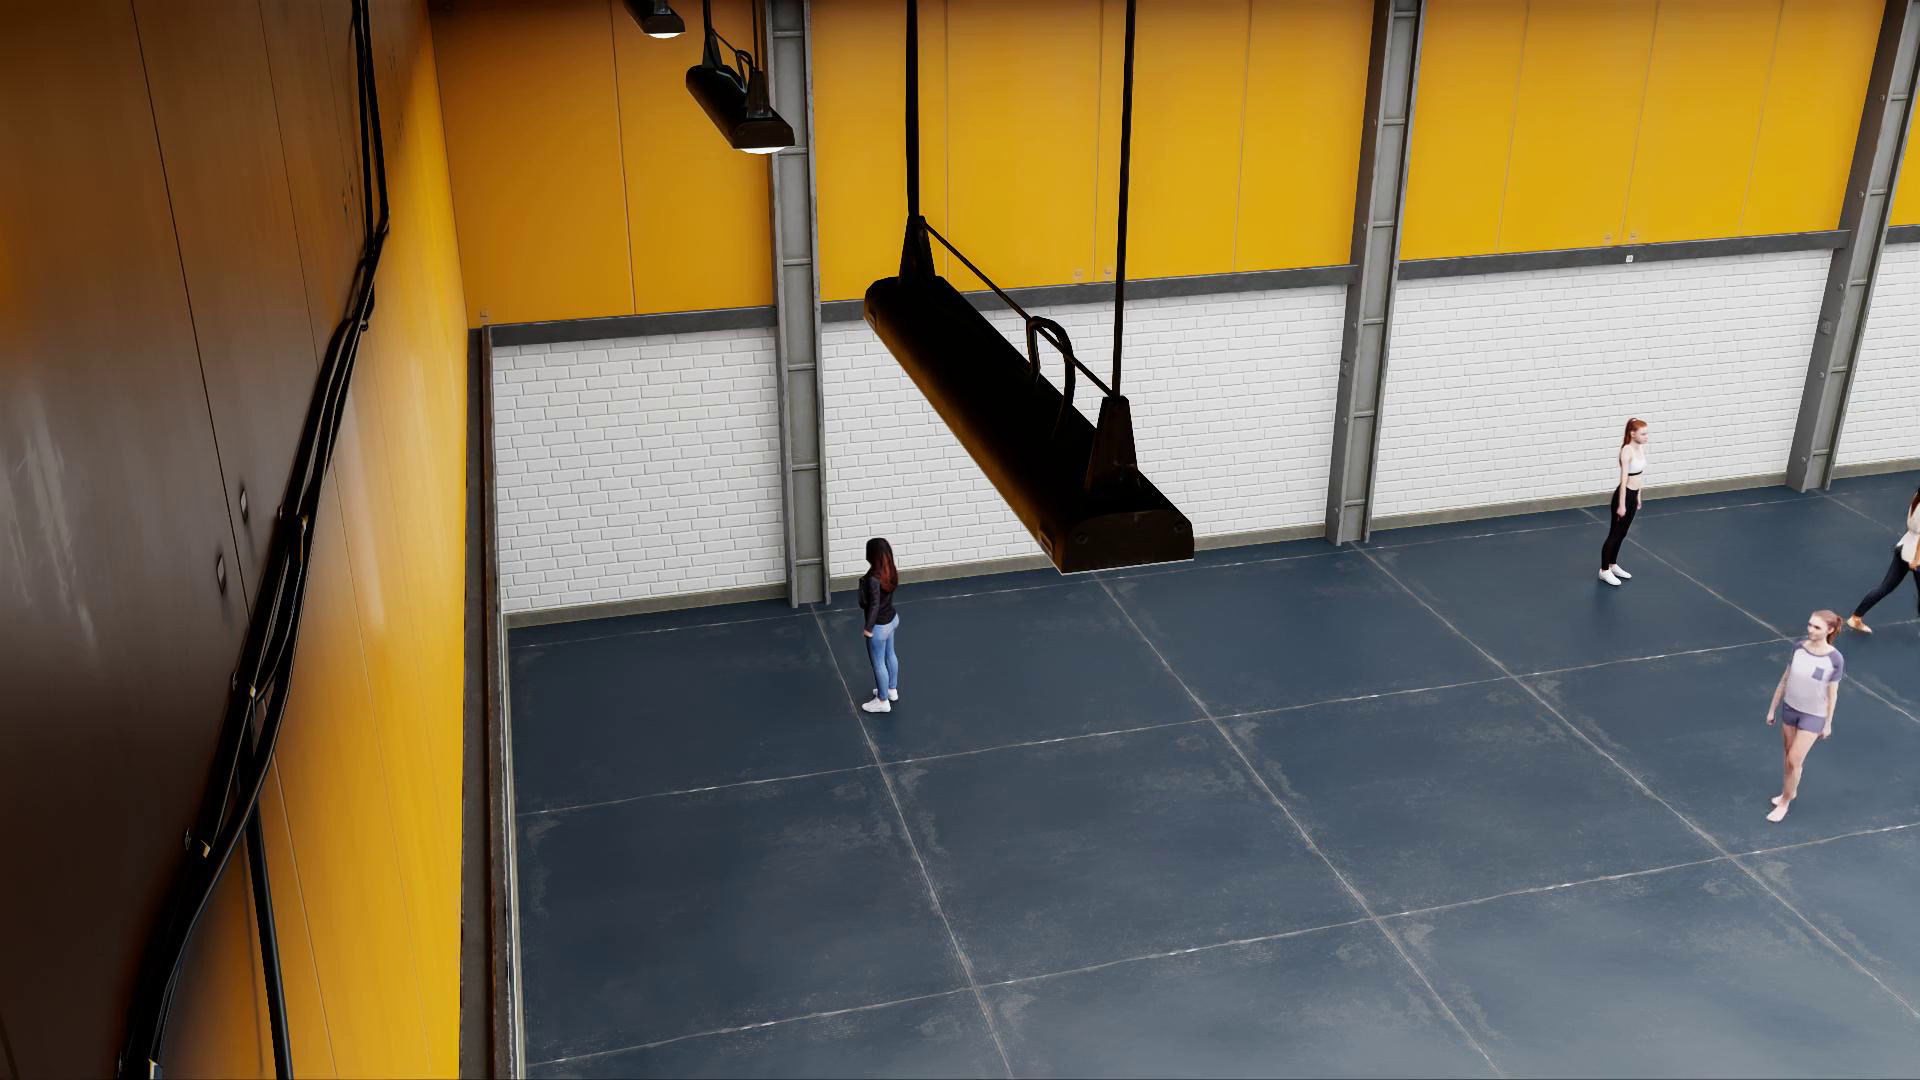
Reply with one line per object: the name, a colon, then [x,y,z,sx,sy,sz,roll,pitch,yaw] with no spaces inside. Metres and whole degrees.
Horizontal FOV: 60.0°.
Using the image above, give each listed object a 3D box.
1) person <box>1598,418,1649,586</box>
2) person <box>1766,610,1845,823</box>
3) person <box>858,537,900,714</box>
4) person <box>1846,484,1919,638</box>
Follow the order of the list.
person: [6.813,-0.410,17.046,0.619,1.741,0.729,-21,31,-39]
person: [6.682,1.336,13.044,0.816,1.748,0.687,-12,26,-26]
person: [-0.698,0.722,14.587,0.742,1.637,0.719,8,25,18]
person: [8.935,0.146,15.775,1.198,1.740,0.833,1,24,3]
